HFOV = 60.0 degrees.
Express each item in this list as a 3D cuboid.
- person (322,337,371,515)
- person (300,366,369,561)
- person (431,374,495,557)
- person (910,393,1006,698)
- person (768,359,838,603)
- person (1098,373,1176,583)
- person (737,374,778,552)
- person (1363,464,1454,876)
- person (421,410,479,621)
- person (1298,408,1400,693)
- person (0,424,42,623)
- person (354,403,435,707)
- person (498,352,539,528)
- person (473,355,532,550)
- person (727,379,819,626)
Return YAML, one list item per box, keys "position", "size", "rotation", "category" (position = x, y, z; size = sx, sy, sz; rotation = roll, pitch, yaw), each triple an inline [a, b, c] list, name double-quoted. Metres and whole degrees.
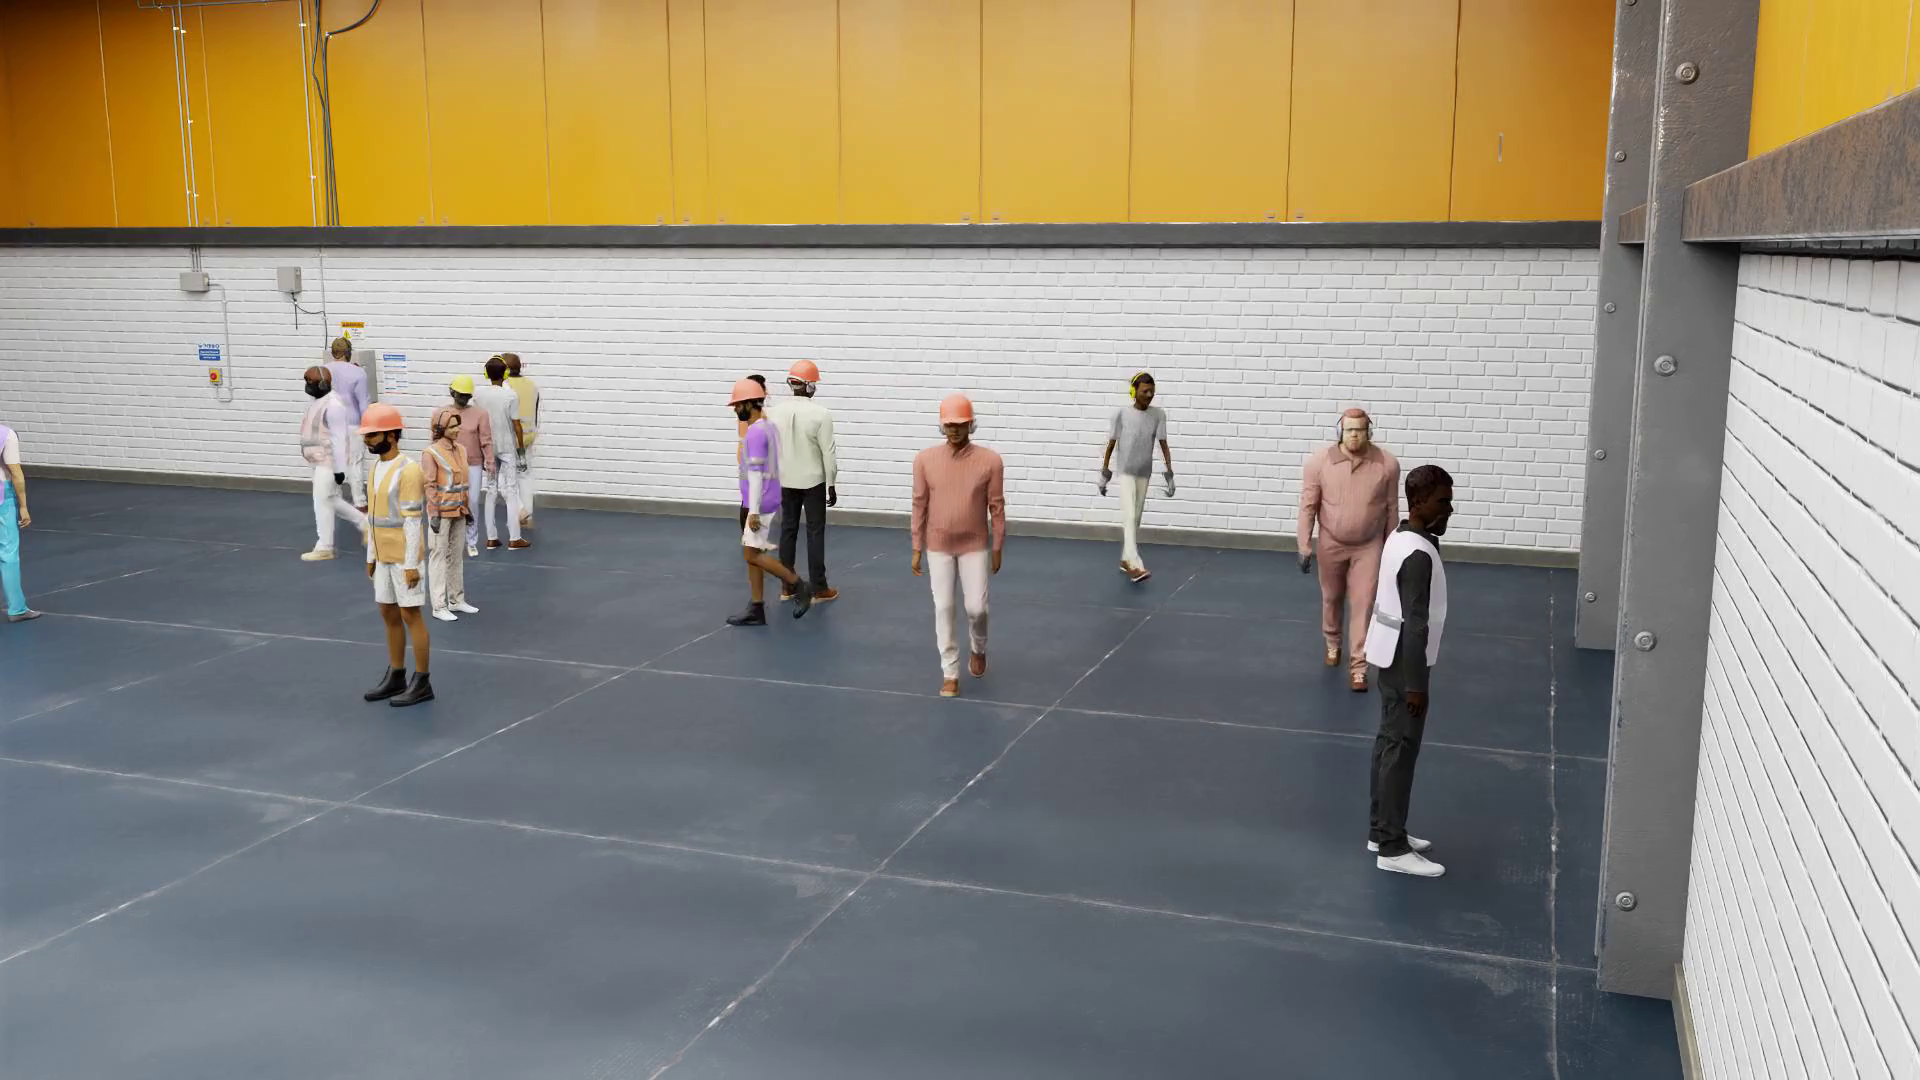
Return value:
- position: [-6.664, -1.227, 18.018]
  size: [0.635, 1.937, 0.352]
  rotation: [2, 10, 10]
  category: "person"
- position: [-5.845, -0.727, 15.531]
  size: [0.672, 1.822, 0.628]
  rotation: [-6, 12, -32]
  category: "person"
- position: [-4.652, -0.690, 15.568]
  size: [0.549, 1.732, 0.432]
  rotation: [-4, 11, -21]
  category: "person"
- position: [-0.015, 0.027, 10.860]
  size: [0.618, 1.979, 0.500]
  rotation: [1, 10, 5]
  category: "person"
- position: [-1.280, -0.482, 13.661]
  size: [0.625, 1.992, 0.389]
  rotation: [5, 11, 24]
  category: "person"
- position: [1.567, -0.544, 14.512]
  size: [0.581, 1.815, 0.950]
  rotation: [-3, 11, -17]
  category: "person"
- position: [-1.965, -0.739, 15.949]
  size: [0.322, 1.697, 0.532]
  rotation: [-5, 11, -26]
  category: "person"
- position: [2.099, 0.596, 7.821]
  size: [0.396, 1.914, 0.590]
  rotation: [1, 10, 8]
  category: "person"
- position: [-4.012, -0.198, 13.057]
  size: [0.311, 1.642, 0.512]
  rotation: [3, 11, 17]
  category: "person"
- position: [2.618, 0.023, 11.242]
  size: [0.663, 1.856, 1.005]
  rotation: [2, 10, 13]
  category: "person"
- position: [-7.488, -0.263, 12.838]
  size: [0.565, 1.850, 0.390]
  rotation: [0, 10, 2]
  category: "person"
- position: [-3.618, 0.093, 10.602]
  size: [0.542, 1.936, 0.378]
  rotation: [9, 13, 40]
  category: "person"
- position: [-4.590, -1.012, 17.120]
  size: [0.440, 1.827, 0.650]
  rotation: [5, 11, 28]
  category: "person"
- position: [-4.415, -0.839, 16.011]
  size: [0.532, 1.876, 0.321]
  rotation: [2, 10, 11]
  category: "person"
- position: [-1.471, -0.280, 12.768]
  size: [0.624, 1.908, 0.586]
  rotation: [-1, 10, -4]
  category: "person"
